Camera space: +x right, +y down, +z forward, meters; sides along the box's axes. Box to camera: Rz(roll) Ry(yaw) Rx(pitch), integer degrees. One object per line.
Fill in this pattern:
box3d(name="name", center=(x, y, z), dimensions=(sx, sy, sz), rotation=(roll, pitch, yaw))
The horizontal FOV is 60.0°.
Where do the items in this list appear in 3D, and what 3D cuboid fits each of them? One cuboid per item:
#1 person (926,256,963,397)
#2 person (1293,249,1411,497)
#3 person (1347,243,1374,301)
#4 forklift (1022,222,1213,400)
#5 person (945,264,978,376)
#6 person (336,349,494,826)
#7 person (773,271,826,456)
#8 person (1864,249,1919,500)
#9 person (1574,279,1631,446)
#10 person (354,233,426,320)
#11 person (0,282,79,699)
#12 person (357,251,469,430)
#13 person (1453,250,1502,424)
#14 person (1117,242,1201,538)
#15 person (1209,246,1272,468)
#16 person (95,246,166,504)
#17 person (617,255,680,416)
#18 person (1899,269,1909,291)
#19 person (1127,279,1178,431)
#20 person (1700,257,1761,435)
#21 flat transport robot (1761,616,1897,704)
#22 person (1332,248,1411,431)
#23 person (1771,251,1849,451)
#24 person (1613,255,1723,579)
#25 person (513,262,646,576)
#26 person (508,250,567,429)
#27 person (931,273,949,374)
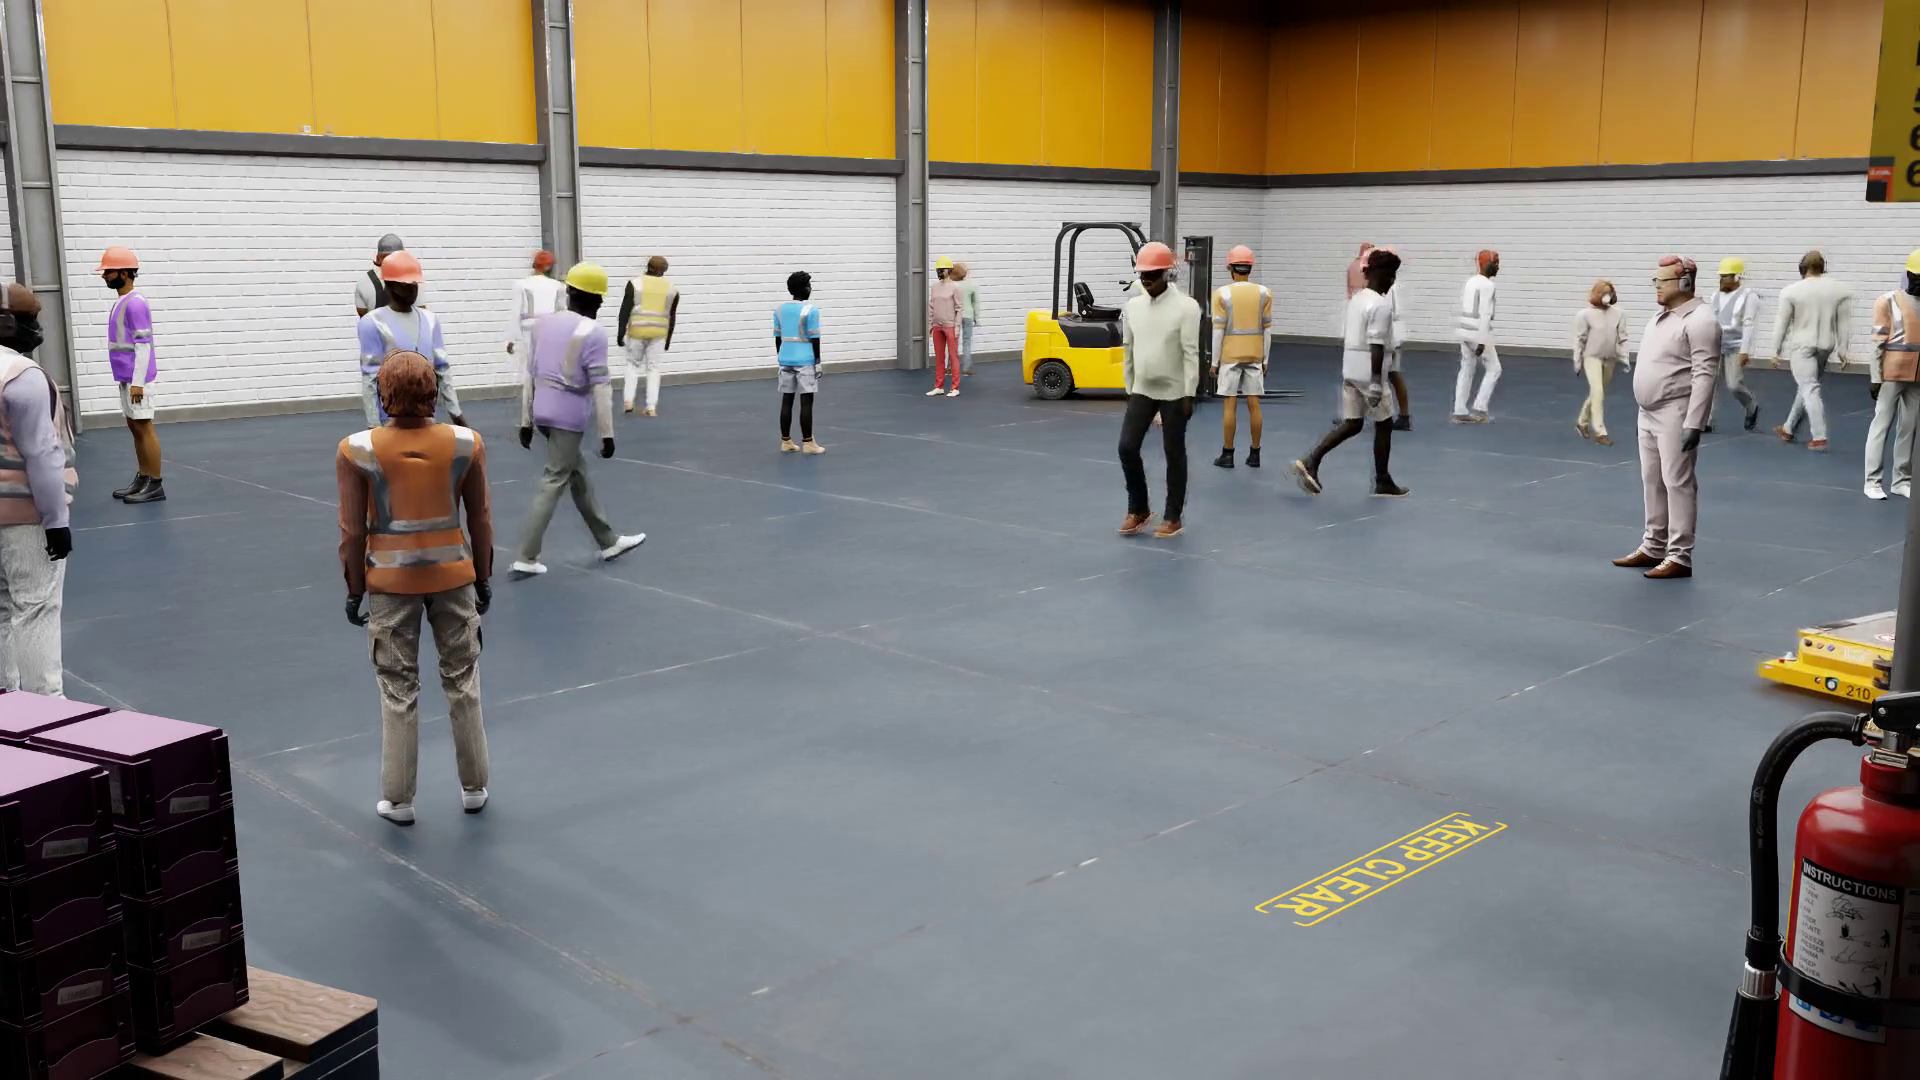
box3d(name="person", center=(-0.193, -2.681, 20.913), dimensions=(0.525, 1.769, 0.309), rotation=(8, 13, 38))
box3d(name="person", center=(3.053, -1.269, 12.800), dimensions=(0.850, 1.929, 0.627), rotation=(-2, 11, -12))
box3d(name="person", center=(6.469, -3.801, 26.664), dimensions=(0.399, 1.900, 0.643), rotation=(-4, 11, -20))
box3d(name="forklift", center=(1.935, -2.847, 20.651), dimensions=(2.313, 2.155, 1.214), rotation=(2, 11, 13))
box3d(name="person", center=(0.010, -3.160, 23.949), dimensions=(0.549, 1.619, 0.344), rotation=(-3, 11, -14))
box3d(name="person", center=(-1.857, 0.167, 5.727), dimensions=(0.517, 1.641, 0.308), rotation=(-6, 12, -29))
box3d(name="person", center=(-1.488, -1.630, 15.366), dimensions=(0.537, 1.697, 0.320), rotation=(8, 13, 36))
box3d(name="person", center=(7.261, -1.261, 12.751), dimensions=(0.585, 1.920, 0.382), rotation=(-1, 10, -6))
box3d(name="person", center=(6.263, -1.760, 16.334), dimensions=(0.498, 1.599, 0.824), rotation=(-2, 11, -12))
box3d(name="person", center=(-5.405, -1.920, 16.016), dimensions=(0.684, 2.000, 0.538), rotation=(1, 10, 6))
box3d(name="person", center=(-3.747, -0.099, 6.635), dimensions=(0.630, 1.840, 0.429), rotation=(6, 12, 31))
box3d(name="person", center=(-3.297, -0.765, 10.025), dimensions=(0.410, 1.933, 0.559), rotation=(7, 12, 33))
box3d(name="person", center=(5.588, -2.164, 17.815), dimensions=(0.567, 1.863, 0.602), rotation=(-2, 11, -10))
box3d(name="person", center=(1.315, -0.976, 11.061), dimensions=(0.635, 1.974, 0.563), rotation=(7, 13, 35))
box3d(name="person", center=(2.435, -1.587, 14.510), dimensions=(0.542, 1.928, 0.378), rotation=(-2, 11, -9))
box3d(name="person", center=(-6.294, -1.246, 12.620), dimensions=(0.356, 1.939, 0.543), rotation=(-8, 13, -38))
box3d(name="person", center=(-3.496, -2.283, 18.692), dimensions=(0.717, 1.800, 0.473), rotation=(-4, 11, -20))
box3d(name="person", center=(13.309, -3.132, 23.027), dimensions=(0.650, 1.898, 0.397), rotation=(2, 11, 9))
box3d(name="person", center=(2.035, -2.055, 17.307), dimensions=(0.620, 1.840, 0.430), rotation=(-7, 12, -32))
box3d(name="person", center=(7.832, -1.965, 16.895), dimensions=(0.707, 1.809, 0.603), rotation=(-5, 12, -27))
box3d(name="flat transport robot", center=(4.377, 0.513, 7.573), dimensions=(1.431, 0.197, 0.652), rotation=(-7, 12, -32))
box3d(name="person", center=(4.311, -2.057, 17.213), dimensions=(0.825, 1.884, 0.570), rotation=(3, 11, 18))
box3d(name="person", center=(8.086, -1.804, 15.850), dimensions=(0.639, 1.873, 1.073), rotation=(0, 10, -2))
box3d(name="person", center=(4.195, -0.728, 9.882), dimensions=(0.406, 1.904, 0.654), rotation=(-1, 10, -5))
box3d(name="person", center=(-2.336, -0.725, 9.988), dimensions=(0.597, 1.859, 0.971), rotation=(8, 13, 38))
box3d(name="person", center=(-4.371, -2.080, 17.392), dimensions=(0.663, 1.865, 0.399), rotation=(-8, 13, -36))
box3d(name="person", center=(-0.209, -3.219, 24.211), dimensions=(0.289, 1.632, 0.497), rotation=(-7, 13, -34))
